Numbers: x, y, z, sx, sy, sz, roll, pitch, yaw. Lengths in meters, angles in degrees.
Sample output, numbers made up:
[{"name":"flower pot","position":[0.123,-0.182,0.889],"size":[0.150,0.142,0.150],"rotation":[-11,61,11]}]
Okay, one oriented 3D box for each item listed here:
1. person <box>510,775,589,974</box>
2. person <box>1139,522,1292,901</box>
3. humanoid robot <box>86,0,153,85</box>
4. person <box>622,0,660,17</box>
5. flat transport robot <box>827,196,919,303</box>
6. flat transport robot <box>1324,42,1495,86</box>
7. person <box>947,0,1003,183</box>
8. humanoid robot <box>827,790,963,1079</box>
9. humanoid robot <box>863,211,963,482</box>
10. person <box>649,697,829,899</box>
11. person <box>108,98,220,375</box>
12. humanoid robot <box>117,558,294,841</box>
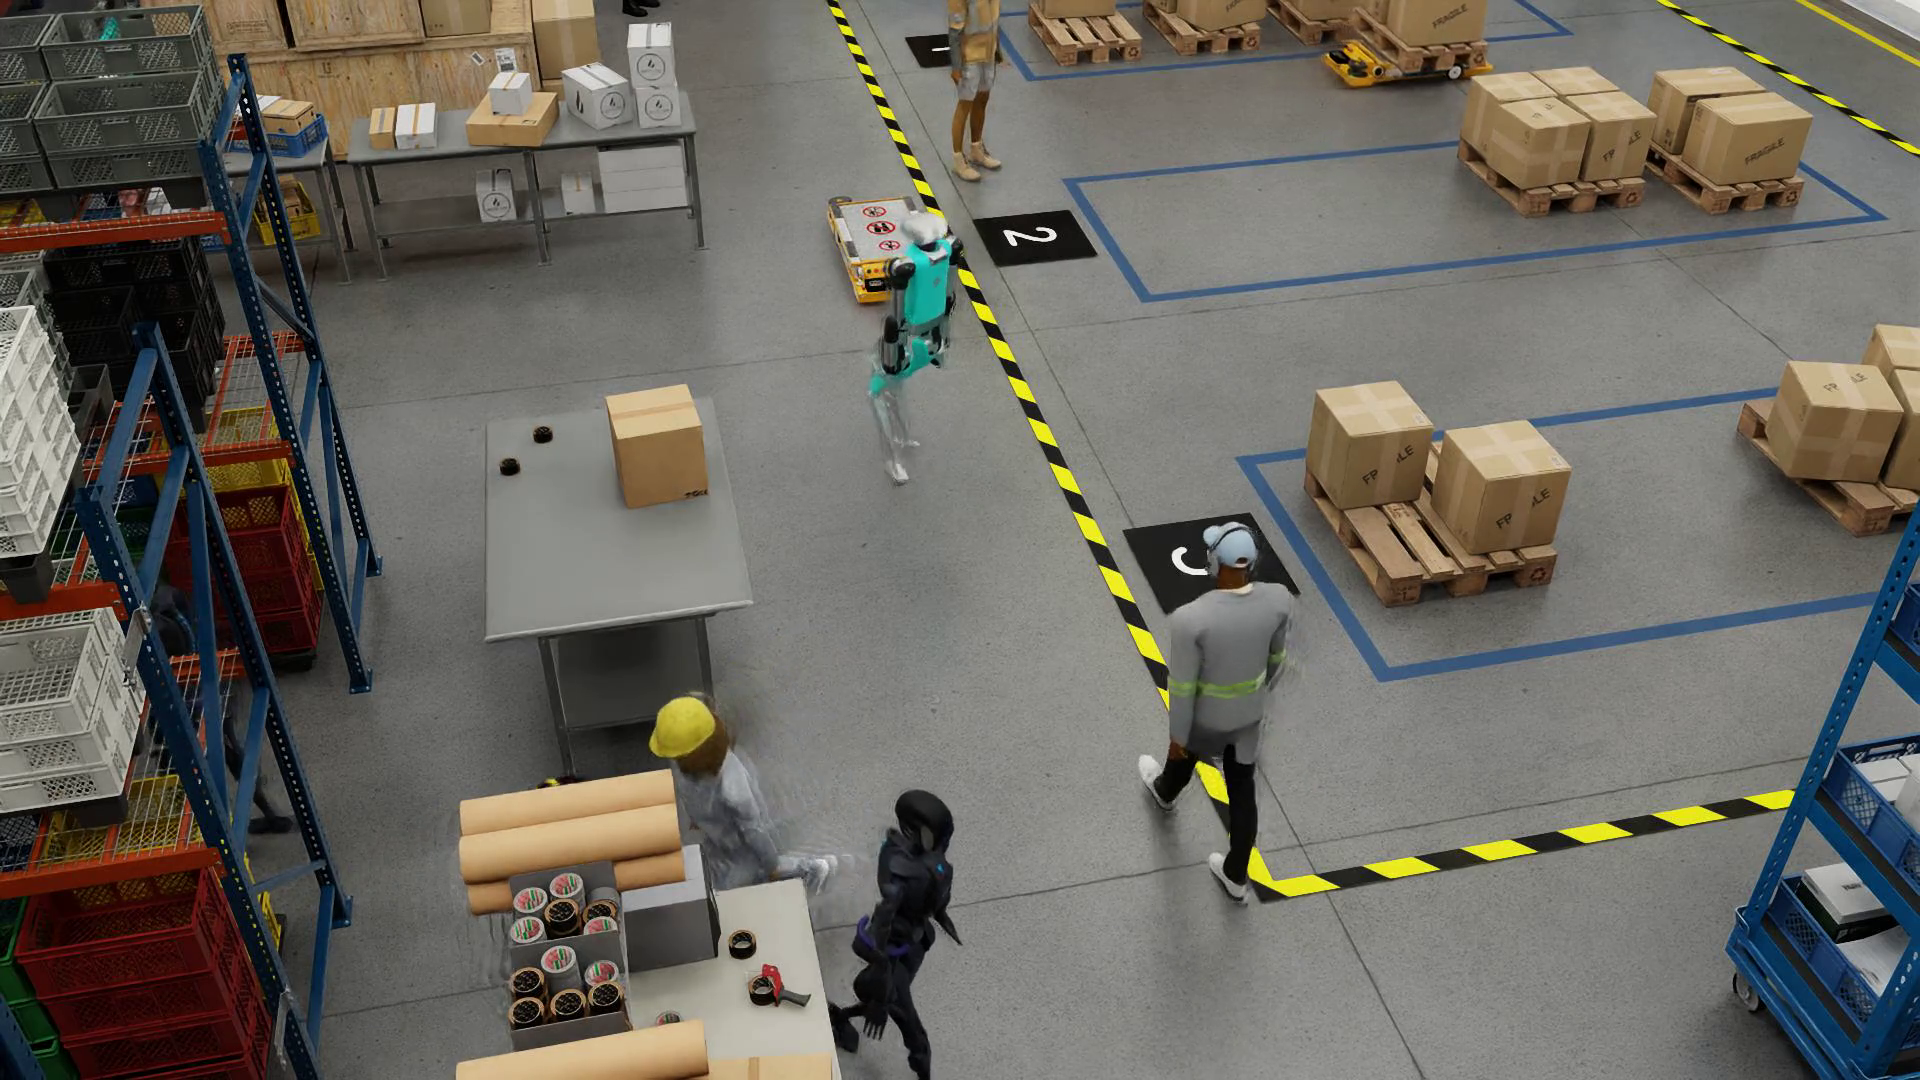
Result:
[{"name":"person","position":[-1.464,1.599,6.117],"size":[0.973,1.809,0.551],"rotation":[-21,41,-26]},{"name":"person","position":[1.134,0.690,7.341],"size":[0.602,1.795,0.952],"rotation":[-11,38,-15]},{"name":"humanoid robot","position":[-7.242,-4.434,14.318],"size":[0.563,1.747,1.061],"rotation":[1,37,2]},{"name":"person","position":[-3.287,-6.216,16.508],"size":[0.348,1.942,0.544],"rotation":[11,38,15]},{"name":"flat transport robot","position":[-0.570,-2.220,12.538],"size":[0.659,0.231,1.431],"rotation":[-8,37,-10]},{"name":"flat transport robot","position":[4.220,-4.528,15.616],"size":[1.431,0.197,0.652],"rotation":[-8,37,-10]},{"name":"person","position":[0.155,-3.893,13.302],"size":[0.389,2.040,0.613],"rotation":[25,43,29]},{"name":"humanoid robot","position":[-0.280,1.535,6.358],"size":[0.725,1.639,0.597],"rotation":[16,40,21]},{"name":"humanoid robot","position":[-0.387,-1.192,9.925],"size":[0.788,1.776,0.573],"rotation":[28,45,32]},{"name":"person","position":[-0.876,1.177,6.773],"size":[0.766,1.698,0.502],"rotation":[-26,44,-31]},{"name":"person","position":[-5.222,-1.996,10.859],"size":[0.393,1.915,0.589],"rotation":[-2,37,-3]},{"name":"humanoid robot","position":[-3.445,0.748,7.370],"size":[0.568,1.640,0.615],"rotation":[0,37,0]}]
